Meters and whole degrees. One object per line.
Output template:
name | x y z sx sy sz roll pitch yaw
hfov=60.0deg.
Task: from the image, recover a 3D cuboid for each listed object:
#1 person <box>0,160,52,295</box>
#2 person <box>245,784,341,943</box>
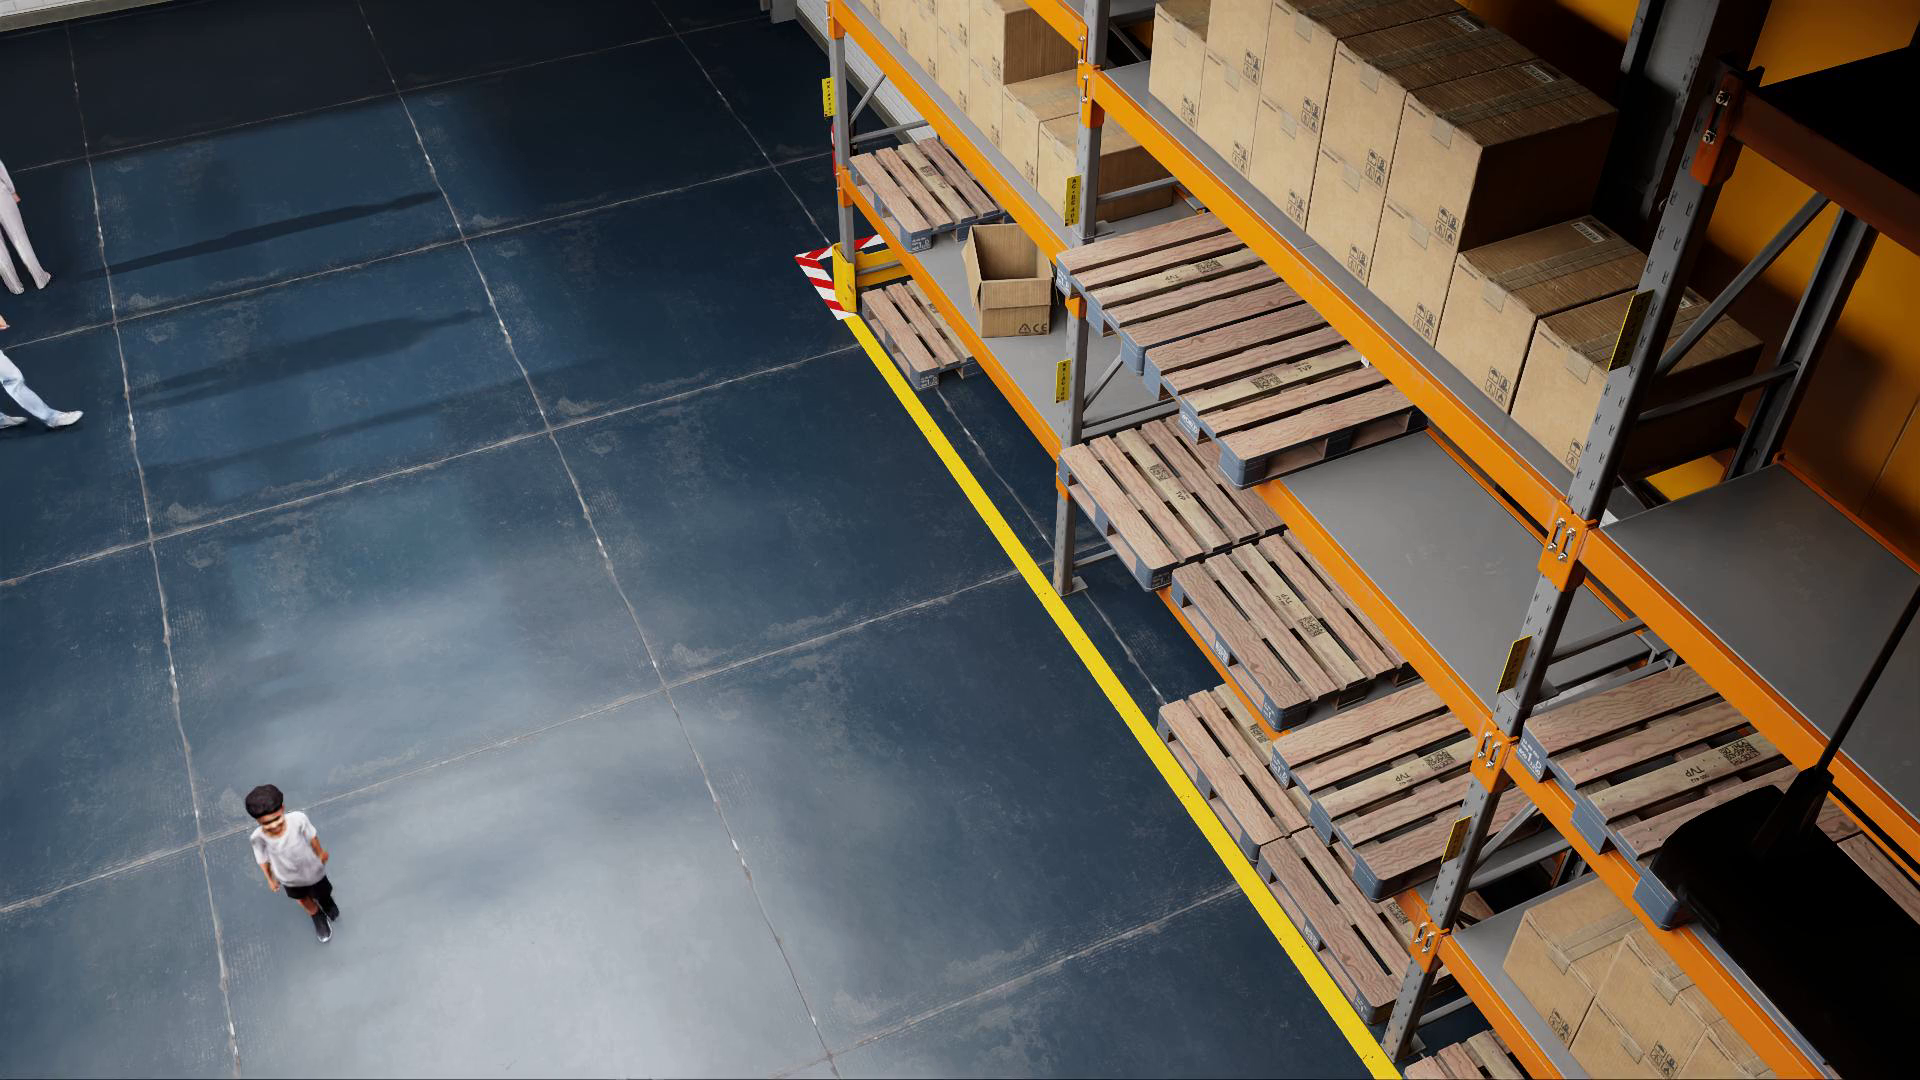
person | -8.201 -2.873 14.023 0.587 1.774 0.513 -18 47 -18
person | -3.816 1.793 9.502 0.505 1.255 0.532 -21 47 -20
